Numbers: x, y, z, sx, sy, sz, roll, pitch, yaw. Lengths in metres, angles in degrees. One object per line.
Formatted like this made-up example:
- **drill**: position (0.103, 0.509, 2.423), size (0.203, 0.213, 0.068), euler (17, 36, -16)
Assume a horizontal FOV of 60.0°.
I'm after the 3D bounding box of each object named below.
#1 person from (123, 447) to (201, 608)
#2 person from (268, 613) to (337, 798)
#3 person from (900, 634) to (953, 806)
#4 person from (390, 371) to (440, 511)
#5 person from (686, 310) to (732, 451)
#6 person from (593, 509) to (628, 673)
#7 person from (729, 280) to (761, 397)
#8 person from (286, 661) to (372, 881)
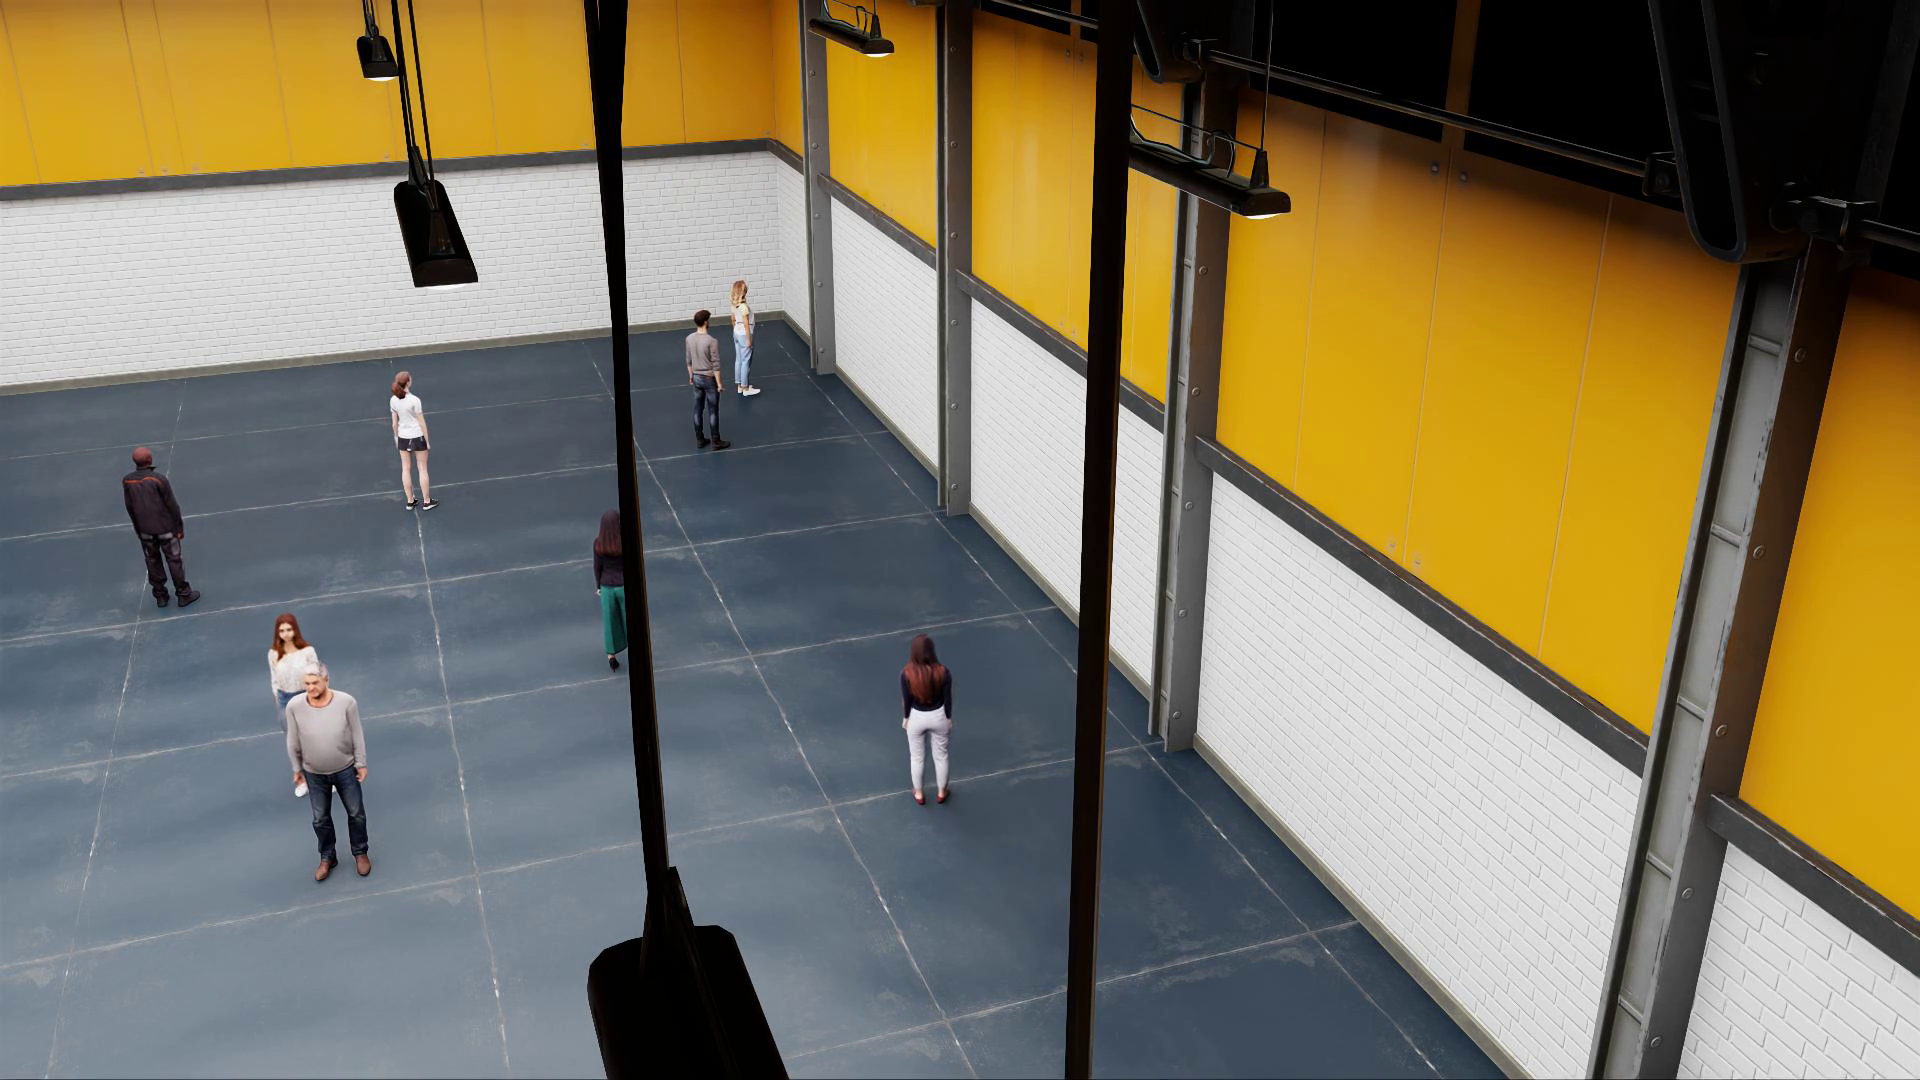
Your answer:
- **person**: position (-8.639, -0.146, 17.887), size (0.766, 1.825, 0.720), euler (-1, 24, -2)
- **person**: position (-5.732, 1.410, 14.449), size (0.603, 1.728, 0.559), euler (-3, 24, -8)
- **person**: position (-0.277, 1.540, 14.303), size (0.658, 1.607, 0.633), euler (-1, 24, -1)
- **person**: position (-6.744, -1.223, 20.443), size (0.663, 1.751, 0.676), euler (3, 24, 6)
- **person**: position (-3.433, -2.154, 22.381), size (0.745, 1.904, 0.819), euler (12, 26, 26)
- **person**: position (-3.389, 0.505, 16.503), size (0.688, 1.740, 0.673), euler (3, 24, 6)
- **person**: position (-3.202, -2.986, 24.512), size (0.737, 1.723, 0.574), euler (-16, 28, -31)
- **person**: position (-5.038, 1.810, 13.305), size (0.764, 1.911, 0.672), euler (-5, 24, -10)
